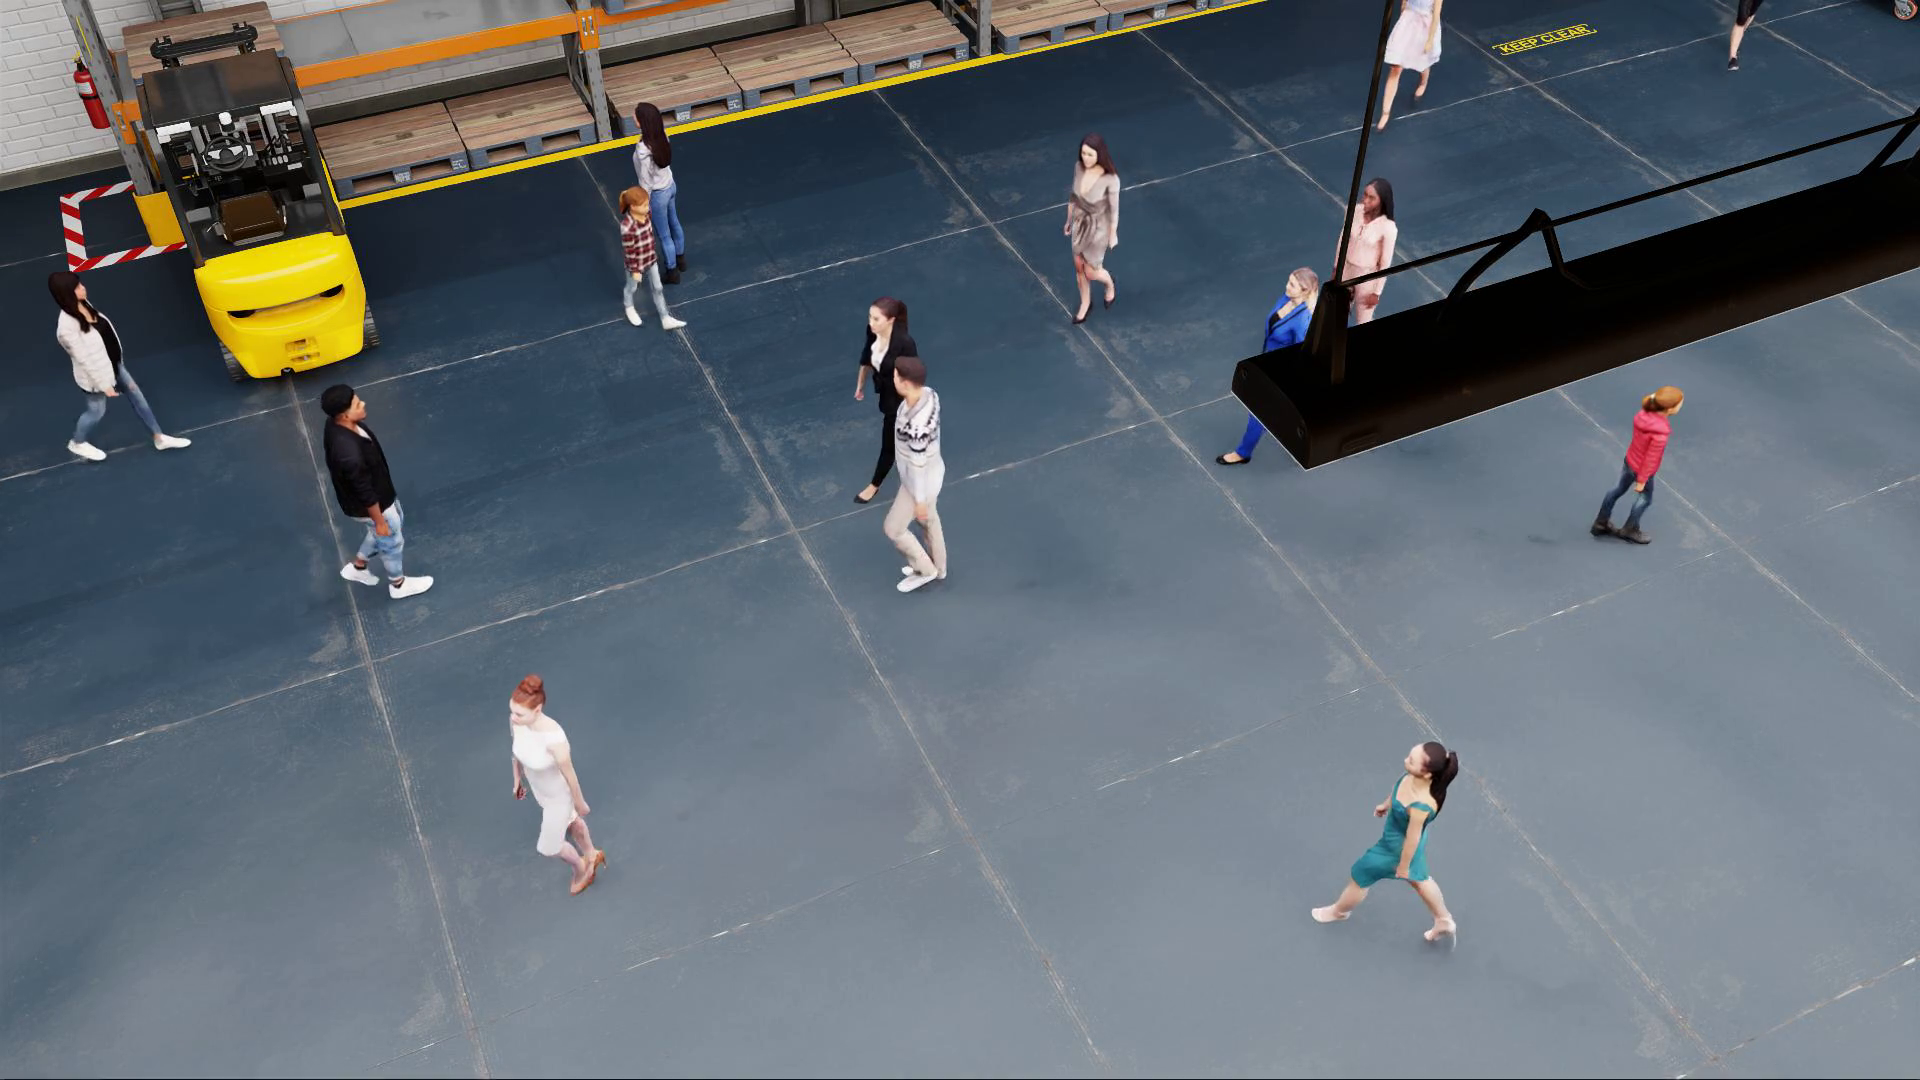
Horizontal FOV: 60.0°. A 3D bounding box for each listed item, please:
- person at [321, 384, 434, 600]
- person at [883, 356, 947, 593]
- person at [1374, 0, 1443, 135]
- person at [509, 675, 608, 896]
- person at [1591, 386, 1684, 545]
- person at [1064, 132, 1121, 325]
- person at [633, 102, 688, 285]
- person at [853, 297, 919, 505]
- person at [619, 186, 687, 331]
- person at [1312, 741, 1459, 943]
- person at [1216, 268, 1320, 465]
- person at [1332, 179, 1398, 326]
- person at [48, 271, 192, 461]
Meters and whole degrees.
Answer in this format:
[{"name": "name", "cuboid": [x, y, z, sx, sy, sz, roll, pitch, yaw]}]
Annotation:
[{"name": "person", "cuboid": [-3.931, -0.273, 10.814, 0.771, 1.799, 0.703, -17, 46, -17]}, {"name": "person", "cuboid": [-0.178, -0.406, 10.932, 0.830, 1.831, 0.809, 4, 44, 4]}, {"name": "person", "cuboid": [4.304, -4.725, 15.509, 0.987, 1.771, 1.247, 28, 50, 26]}, {"name": "person", "cuboid": [-2.154, 1.331, 9.144, 0.691, 1.782, 0.740, 33, 53, 30]}, {"name": "person", "cuboid": [4.597, -0.509, 11.423, 0.723, 1.302, 0.655, 0, 44, 0]}, {"name": "person", "cuboid": [1.090, -2.490, 13.189, 0.725, 1.735, 0.802, 32, 52, 29]}, {"name": "person", "cuboid": [-2.455, -2.849, 13.640, 0.712, 1.633, 0.674, 10, 45, 10]}, {"name": "person", "cuboid": [-0.391, -1.064, 11.773, 1.079, 1.623, 0.795, -31, 51, -28]}, {"name": "person", "cuboid": [-2.604, -2.275, 13.295, 0.847, 1.277, 0.871, 28, 50, 26]}, {"name": "person", "cuboid": [2.449, 1.642, 8.913, 1.050, 1.649, 0.987, 14, 45, 14]}, {"name": "person", "cuboid": [2.419, -1.231, 11.918, 1.233, 1.665, 0.905, -3, 44, -3]}, {"name": "person", "cuboid": [3.049, -1.991, 12.675, 0.623, 1.721, 0.670, -30, 51, -28]}, {"name": "person", "cuboid": [-6.260, -1.198, 11.930, 1.146, 1.599, 0.882, -1, 44, -1]}]
